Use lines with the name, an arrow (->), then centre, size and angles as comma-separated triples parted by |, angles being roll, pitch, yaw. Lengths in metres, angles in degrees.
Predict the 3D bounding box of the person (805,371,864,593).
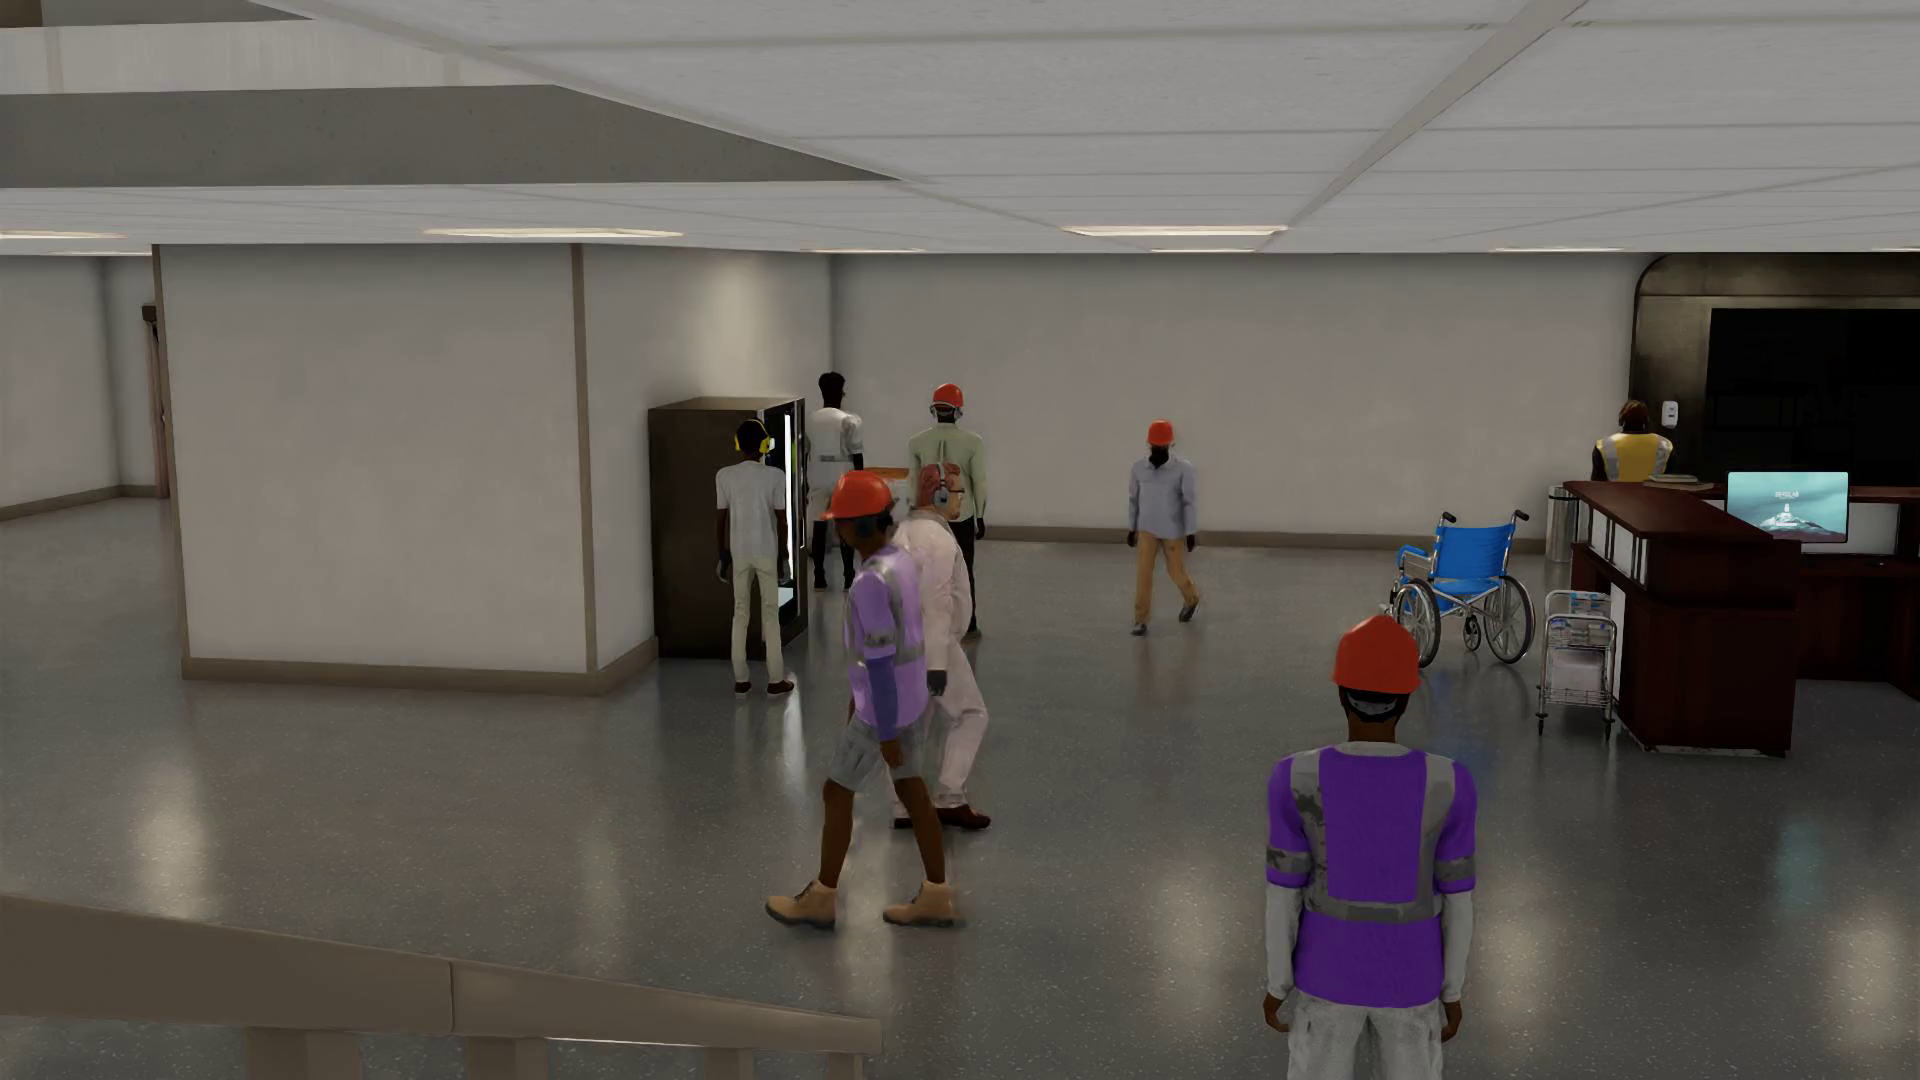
person -> -1.132, -0.505, 14.697 | 0.605, 1.962, 0.373 | 2, 9, 11

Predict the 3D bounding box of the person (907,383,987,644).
person -> -0.094, -0.196, 12.688 | 0.611, 1.996, 0.387 | 2, 9, 11

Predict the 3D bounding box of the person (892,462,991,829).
person -> -0.064, 0.545, 8.434 | 0.620, 1.884, 0.680 | -3, 10, -19

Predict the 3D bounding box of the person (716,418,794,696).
person -> -1.379, 0.118, 11.138 | 0.521, 1.873, 0.334 | 2, 9, 11

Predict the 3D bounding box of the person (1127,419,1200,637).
person -> 1.620, -0.125, 13.149 | 0.598, 1.712, 0.812 | 5, 11, 29

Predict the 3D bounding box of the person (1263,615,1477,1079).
person -> 1.092, 1.162, 4.492 | 0.544, 1.939, 0.372 | 2, 9, 11

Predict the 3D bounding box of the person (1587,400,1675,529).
person -> 5.246, -0.177, 13.050 | 0.622, 1.845, 0.430 | 2, 9, 11

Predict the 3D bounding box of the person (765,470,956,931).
person -> -0.443, 0.699, 7.150 | 0.929, 2.004, 0.617 | 3, 10, 15
